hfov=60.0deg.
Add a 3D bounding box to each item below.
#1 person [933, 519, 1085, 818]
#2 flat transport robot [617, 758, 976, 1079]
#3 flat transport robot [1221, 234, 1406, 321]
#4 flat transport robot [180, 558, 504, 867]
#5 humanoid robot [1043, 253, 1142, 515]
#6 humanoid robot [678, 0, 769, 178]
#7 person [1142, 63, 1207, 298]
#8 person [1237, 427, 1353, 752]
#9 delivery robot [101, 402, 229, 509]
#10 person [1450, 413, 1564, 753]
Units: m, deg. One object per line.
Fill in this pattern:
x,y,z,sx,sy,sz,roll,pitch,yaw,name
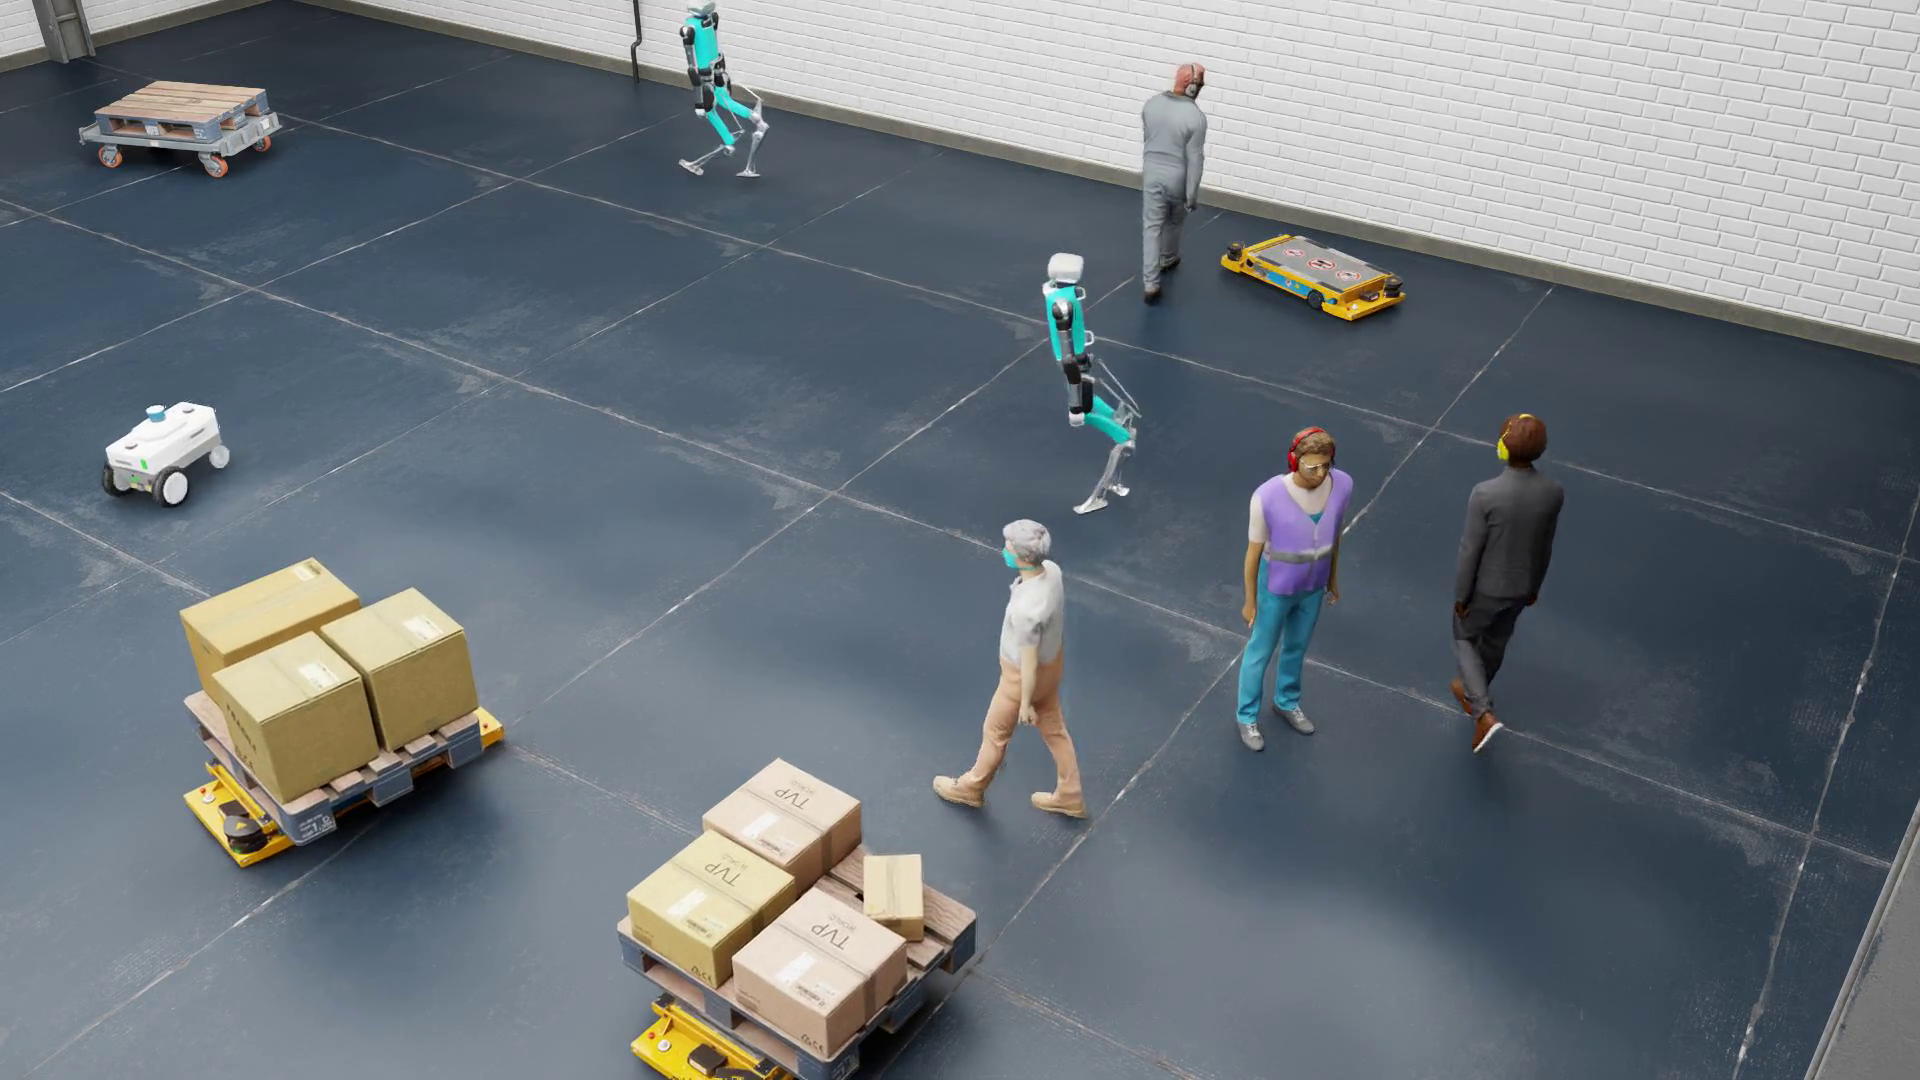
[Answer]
0.280,0.612,7.974,0.776,1.711,0.492,12,35,19,person
-0.696,1.904,7.294,0.659,0.231,1.431,22,39,31,flat transport robot
2.891,-2.190,13.664,0.659,0.231,1.431,-23,39,-31,flat transport robot
-3.142,1.116,8.520,1.431,0.231,0.659,-28,42,-36,flat transport robot
0.911,-0.938,10.366,0.820,1.784,0.605,1,33,2,humanoid robot
-2.159,-4.068,15.232,1.030,1.737,0.562,13,35,19,humanoid robot
1.691,-2.886,13.294,0.616,1.842,0.960,16,36,23,person
1.672,0.225,8.448,0.569,1.842,0.373,-14,35,-21,person
-5.216,-0.585,10.903,0.499,0.595,0.781,11,34,17,delivery robot
2.745,0.239,8.426,0.496,1.849,0.680,-4,33,-6,person
